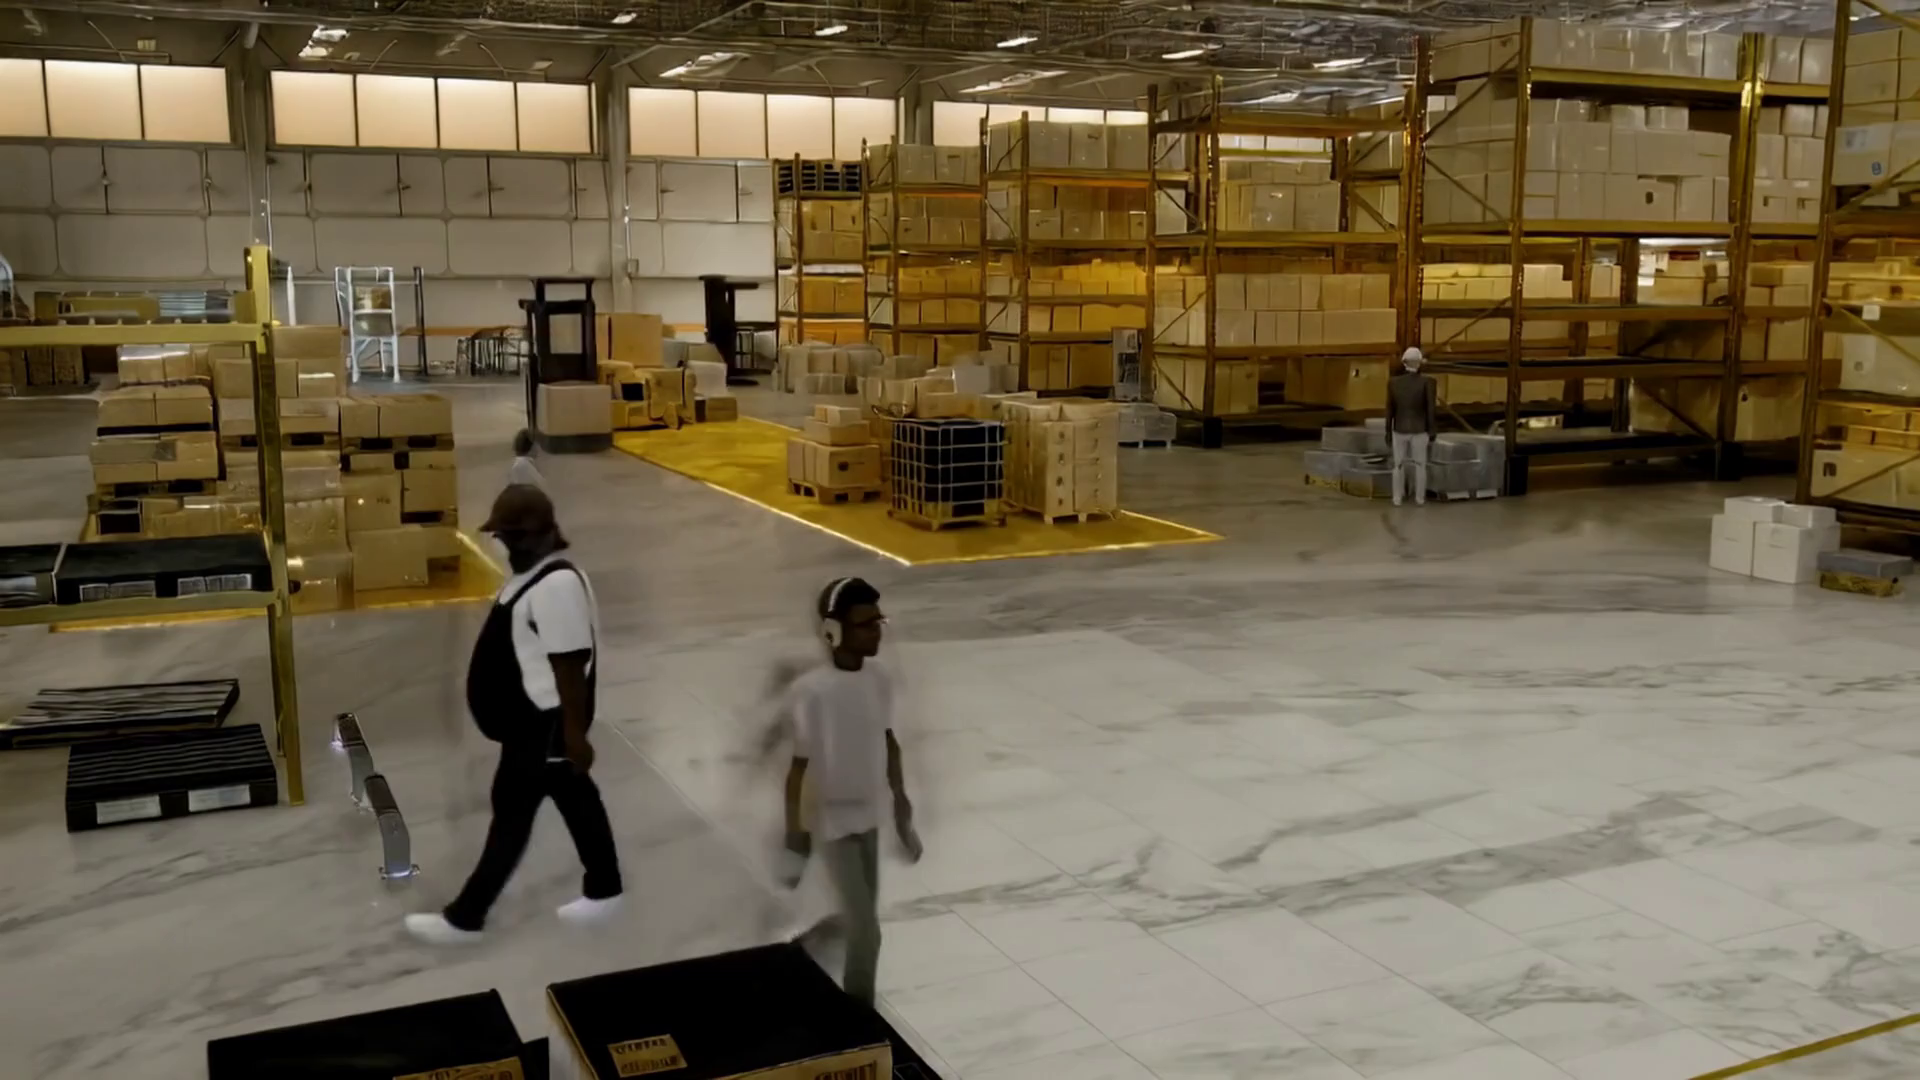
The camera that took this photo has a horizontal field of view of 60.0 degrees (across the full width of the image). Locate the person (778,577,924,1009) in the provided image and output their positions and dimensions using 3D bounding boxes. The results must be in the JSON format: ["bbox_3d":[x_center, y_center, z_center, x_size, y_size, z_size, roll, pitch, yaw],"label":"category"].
[{"bbox_3d":[-0.456,1.019,5.996,0.783,1.846,0.514,5,11,31],"label":"person"}]

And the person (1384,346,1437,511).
[{"bbox_3d":[5.441,-1.337,20.118,0.613,1.995,0.390,2,9,10],"label":"person"}]

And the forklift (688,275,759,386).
[{"bbox_3d":[-6.148,-5.263,41.738,1.873,2.768,1.129,-4,10,-24],"label":"forklift"}]

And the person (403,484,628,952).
[{"bbox_3d":[-1.917,0.732,7.145,1.011,2.000,0.706,-4,10,-22],"label":"person"}]

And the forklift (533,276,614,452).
[{"bbox_3d":[-6.403,-2.903,27.096,1.129,2.768,1.873,-4,10,-25],"label":"forklift"}]

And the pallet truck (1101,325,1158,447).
[{"bbox_3d":[2.881,-2.596,27.923,0.823,1.965,1.885,-1,9,-7],"label":"pallet truck"}]

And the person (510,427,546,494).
[{"bbox_3d":[-3.515,-0.107,13.627,0.359,1.630,0.513,-1,9,-8],"label":"person"}]

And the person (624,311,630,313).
[{"bbox_3d":[-8.295,-4.767,41.637,0.581,1.914,0.681,1,9,7],"label":"person"}]
